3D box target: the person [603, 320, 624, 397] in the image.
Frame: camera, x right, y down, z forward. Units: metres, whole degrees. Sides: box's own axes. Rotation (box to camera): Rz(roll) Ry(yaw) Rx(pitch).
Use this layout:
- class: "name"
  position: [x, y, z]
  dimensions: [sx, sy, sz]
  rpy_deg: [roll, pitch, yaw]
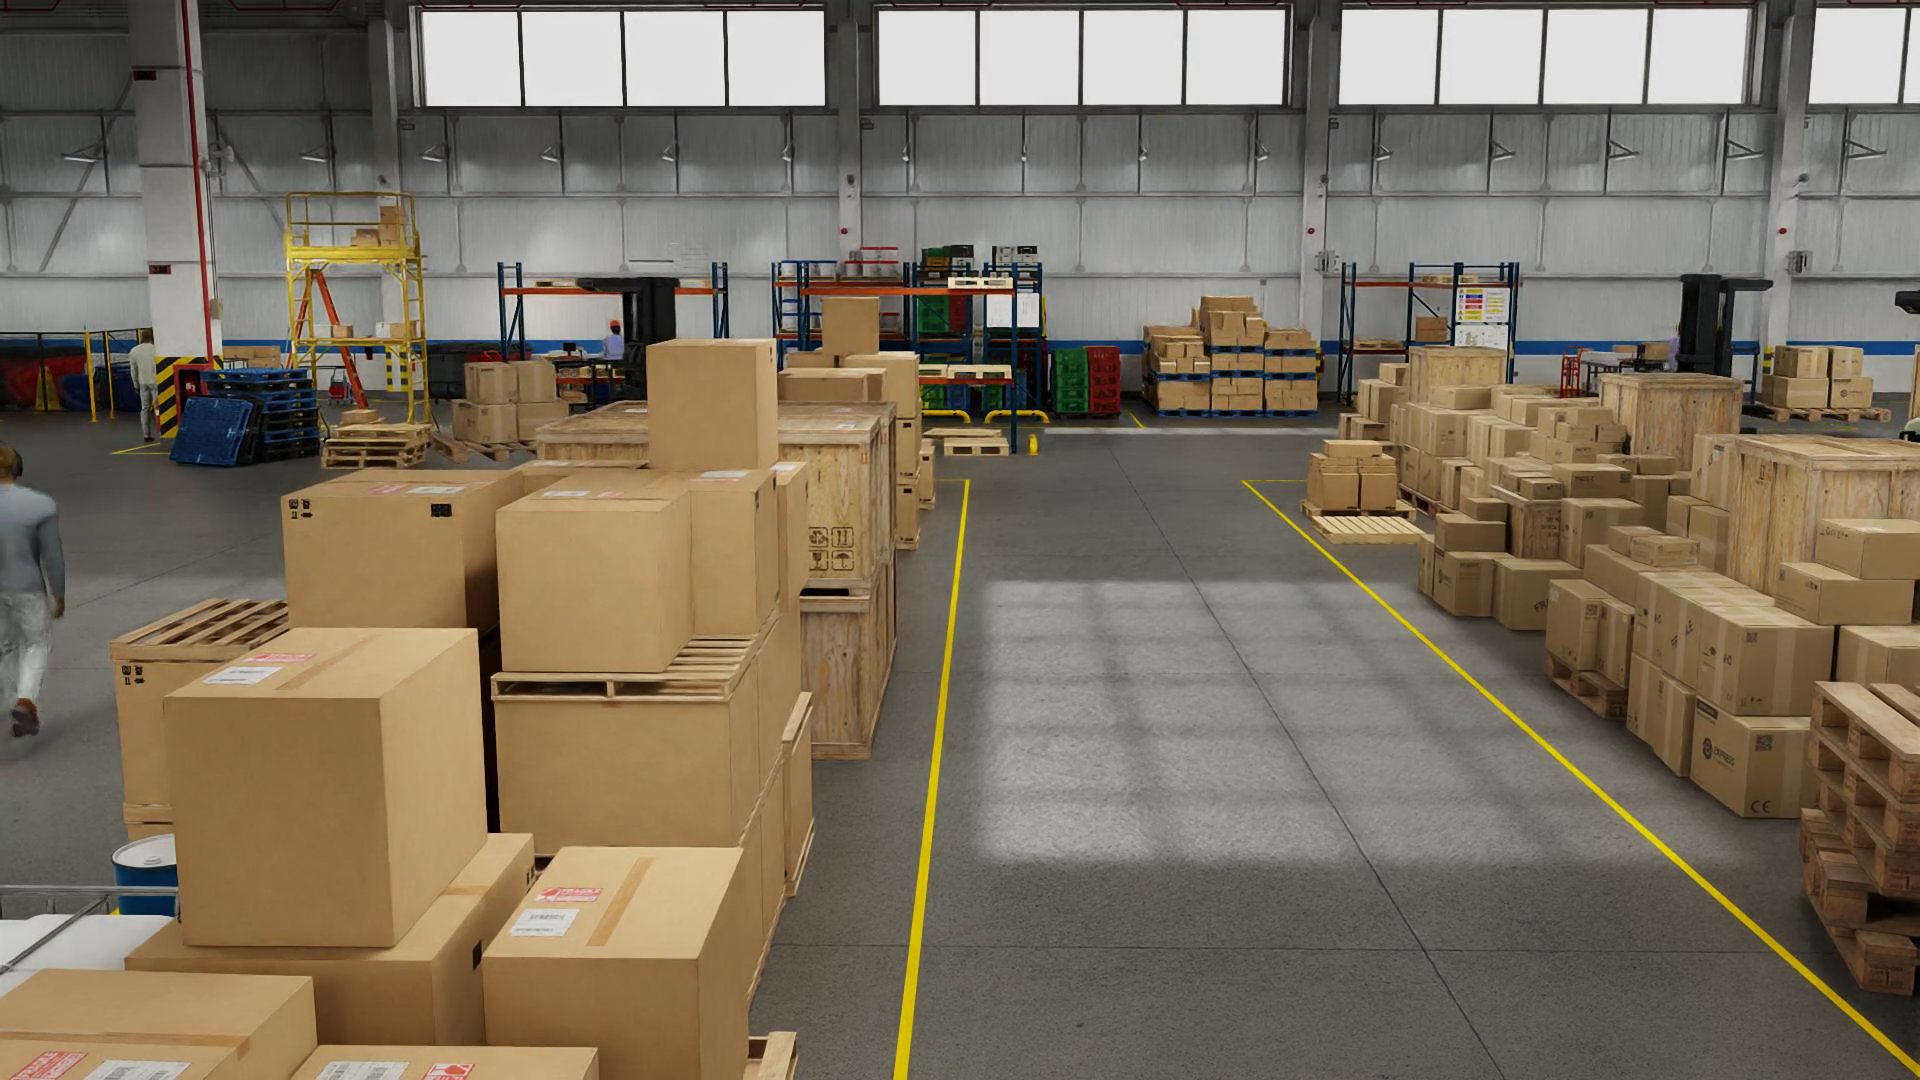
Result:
- class: "person"
  position: [-6.975, -3.527, 33.790]
  dimensions: [0.543, 1.875, 0.959]
  rpy_deg: [-1, 10, -6]

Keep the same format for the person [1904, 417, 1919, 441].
- class: "person"
  position: [8.882, -0.485, 15.217]
  dimensions: [0.627, 1.988, 0.411]
  rpy_deg: [0, 9, 1]

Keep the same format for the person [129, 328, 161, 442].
- class: "person"
  position: [-13.641, -2.607, 28.073]
  dimensions: [0.635, 1.936, 0.352]
  rpy_deg: [0, 9, 1]

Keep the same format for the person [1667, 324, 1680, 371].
- class: "person"
  position: [13.676, -3.149, 31.370]
  dimensions: [0.806, 1.910, 0.664]
  rpy_deg: [2, 10, 12]

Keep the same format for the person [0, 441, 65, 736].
- class: "person"
  position: [-6.001, 0.336, 10.509]
  dimensions: [0.630, 1.922, 0.598]
  rpy_deg: [-3, 10, -15]

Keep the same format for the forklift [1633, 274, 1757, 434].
- class: "forklift"
  position: [12.930, -3.275, 29.250]
  dimensions: [1.873, 2.768, 1.129]
  rpy_deg: [0, 9, 1]

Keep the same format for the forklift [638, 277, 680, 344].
- class: "forklift"
  position: [-4.286, -2.369, 23.824]
  dimensions: [1.873, 2.768, 1.129]
  rpy_deg: [-5, 11, -25]
